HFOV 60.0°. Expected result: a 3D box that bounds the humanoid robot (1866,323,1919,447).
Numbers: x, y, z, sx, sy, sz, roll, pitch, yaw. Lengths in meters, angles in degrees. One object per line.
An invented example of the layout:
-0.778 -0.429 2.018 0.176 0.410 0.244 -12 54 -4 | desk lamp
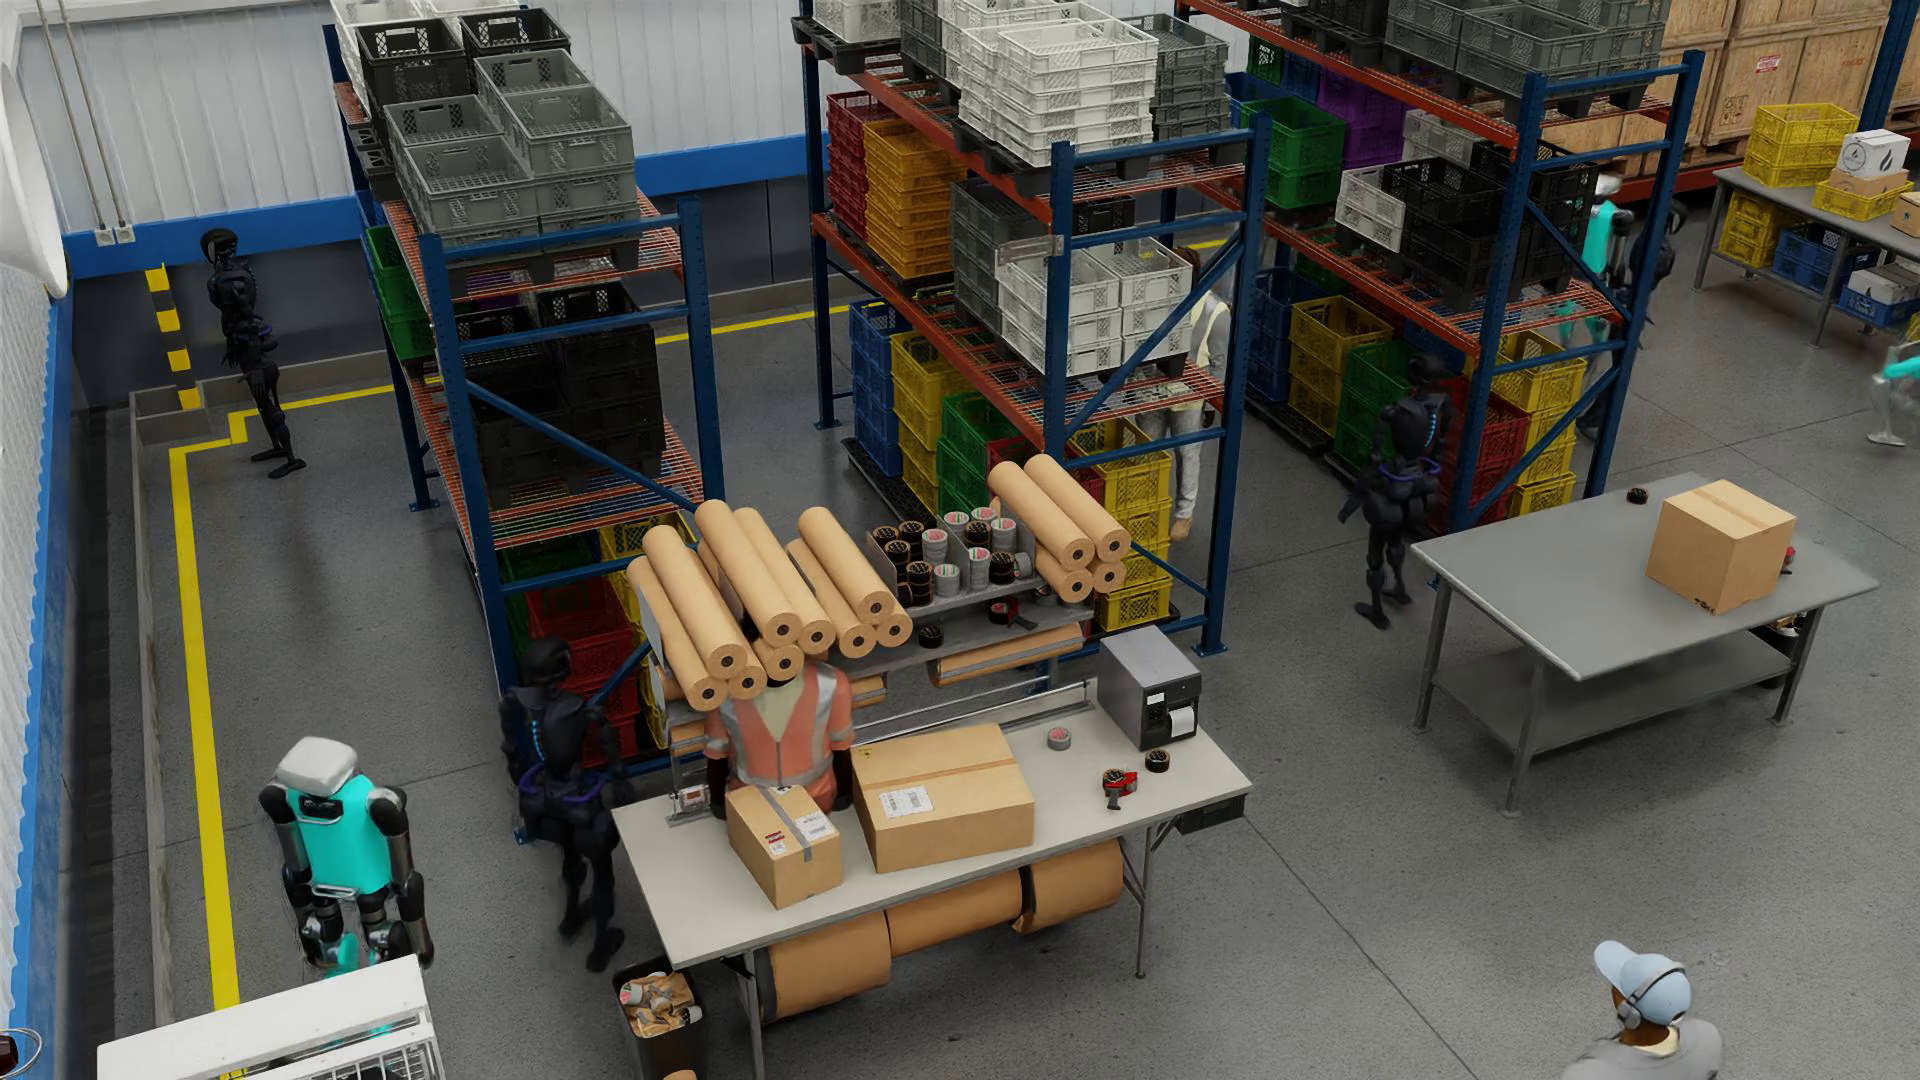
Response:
6.262 -1.314 10.696 0.932 1.746 0.545 4 32 6 | humanoid robot

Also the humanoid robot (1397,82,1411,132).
3.471 -2.890 13.338 0.688 1.633 0.599 0 32 0 | humanoid robot

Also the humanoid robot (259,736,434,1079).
-2.229 1.588 6.006 0.541 1.813 0.662 6 32 9 | humanoid robot

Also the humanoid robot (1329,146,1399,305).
2.990 -2.193 12.155 0.547 1.824 0.673 -2 32 -3 | humanoid robot

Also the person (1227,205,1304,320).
2.447 -2.465 12.464 0.888 1.844 0.608 21 37 30 | person

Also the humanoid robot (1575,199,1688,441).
4.430 -1.473 11.024 0.413 1.647 0.618 13 34 21 | humanoid robot

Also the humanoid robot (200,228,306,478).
-4.504 -1.189 10.543 0.315 1.657 0.599 -22 38 -31 | humanoid robot

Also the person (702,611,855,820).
-0.711 1.044 6.665 0.598 1.957 0.364 -3 32 -4 | person

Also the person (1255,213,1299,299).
2.520 -2.723 12.914 0.587 1.823 0.405 -4 32 -7 | person

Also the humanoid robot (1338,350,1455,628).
2.374 -0.268 9.061 0.593 1.654 0.342 -16 35 -24 | humanoid robot

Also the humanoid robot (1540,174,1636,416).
4.249 -1.649 11.248 0.535 1.801 0.678 24 39 34 | humanoid robot

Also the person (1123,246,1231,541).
1.252 -0.867 9.878 0.620 1.844 0.429 18 36 26 | person

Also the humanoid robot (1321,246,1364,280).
3.086 -2.703 13.023 0.553 1.861 0.730 -9 33 -14 | humanoid robot

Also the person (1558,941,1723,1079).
2.008 1.982 5.241 0.588 1.852 0.374 -14 34 -21 | person

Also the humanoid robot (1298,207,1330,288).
2.673 -2.501 12.695 0.435 1.646 0.613 1 32 2 | humanoid robot

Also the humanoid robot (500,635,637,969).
-1.581 1.079 6.866 0.608 1.646 0.361 10 33 16 | humanoid robot
